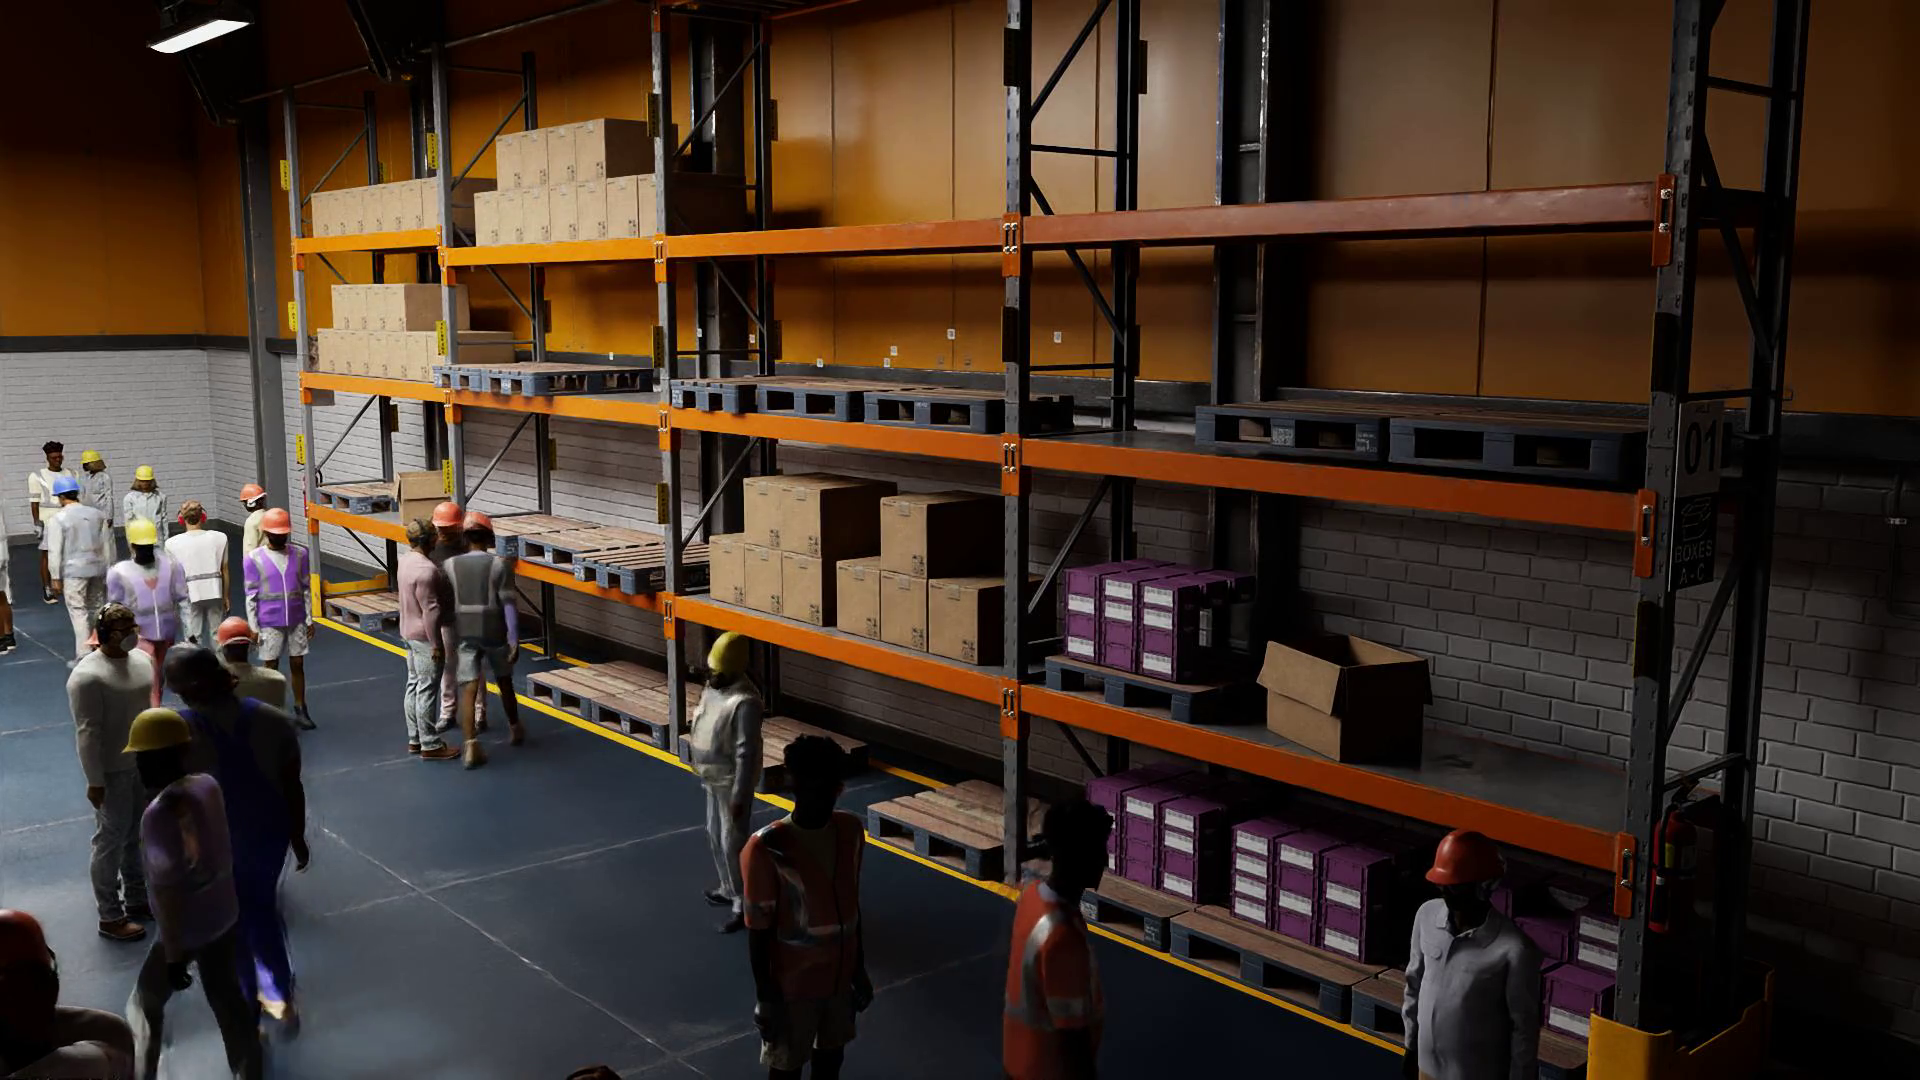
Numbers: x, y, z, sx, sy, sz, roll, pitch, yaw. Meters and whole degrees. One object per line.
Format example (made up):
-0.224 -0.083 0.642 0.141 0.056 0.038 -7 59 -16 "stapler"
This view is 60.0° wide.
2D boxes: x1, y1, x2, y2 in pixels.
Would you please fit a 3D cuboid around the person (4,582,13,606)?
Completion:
-11.604 0.028 19.719 0.863 1.590 0.534 4 9 27 "person"

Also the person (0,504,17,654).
-10.045 0.213 17.173 0.373 1.960 0.607 -2 8 -13 "person"

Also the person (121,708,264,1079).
-3.467 1.669 7.259 0.893 1.884 0.600 0 8 3 "person"

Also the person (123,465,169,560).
-9.475 -0.006 19.422 0.322 1.741 0.490 8 11 44 "person"

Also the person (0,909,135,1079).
-2.630 1.991 4.712 0.616 1.986 0.407 -4 9 -24 "person"

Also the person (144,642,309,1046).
-3.607 1.463 8.177 0.638 2.000 0.700 8 11 44 "person"

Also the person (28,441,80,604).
-10.942 -0.226 20.175 0.374 1.966 0.608 6 10 35 "person"

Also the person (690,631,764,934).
-1.374 1.381 9.660 0.406 1.794 0.722 -4 9 -28 "person"

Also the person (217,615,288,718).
-4.383 1.328 10.162 0.578 1.731 0.580 -6 10 -35 "person"

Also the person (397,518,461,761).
-4.256 0.786 13.239 0.371 1.940 0.630 -6 10 -35 "person"

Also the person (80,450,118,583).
-11.191 -0.310 21.575 0.491 1.732 0.325 3 9 22 "person"

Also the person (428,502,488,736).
-4.243 0.662 13.953 0.621 1.987 0.414 3 9 19 "person"

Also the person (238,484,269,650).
-7.368 0.278 17.463 0.351 1.738 0.573 0 8 -1 "person"

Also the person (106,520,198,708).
-6.631 0.761 13.643 0.989 1.879 0.590 8 11 44 "person"

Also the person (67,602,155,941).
-4.822 1.311 9.583 0.358 1.938 0.636 1 8 7 "person"

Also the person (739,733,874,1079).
-0.589 1.726 6.605 0.367 1.967 0.606 7 11 41 "person"

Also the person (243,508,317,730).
-5.724 0.681 14.033 0.548 1.925 0.392 -7 11 -41 "person"

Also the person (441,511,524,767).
-3.816 0.768 13.297 0.618 1.973 1.053 0 8 0 "person"

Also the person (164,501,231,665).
-6.898 0.567 15.106 0.388 1.837 0.563 8 11 44 "person"

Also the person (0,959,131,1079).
-2.517 2.060 4.614 0.356 1.877 0.579 2 9 17 "person"

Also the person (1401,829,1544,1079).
1.832 1.906 6.087 0.333 1.749 0.575 -5 10 -32 "person"

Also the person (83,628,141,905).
-5.105 1.323 10.127 0.323 1.755 0.563 -5 10 -33 "person"

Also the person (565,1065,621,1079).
-0.948 2.200 4.498 0.277 1.627 0.503 -3 9 -18 "person"

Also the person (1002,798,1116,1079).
0.382 1.858 5.934 1.060 1.897 0.643 -1 8 -4 "person"

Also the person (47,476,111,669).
-8.781 0.320 16.554 0.491 1.920 0.646 3 9 19 "person"
